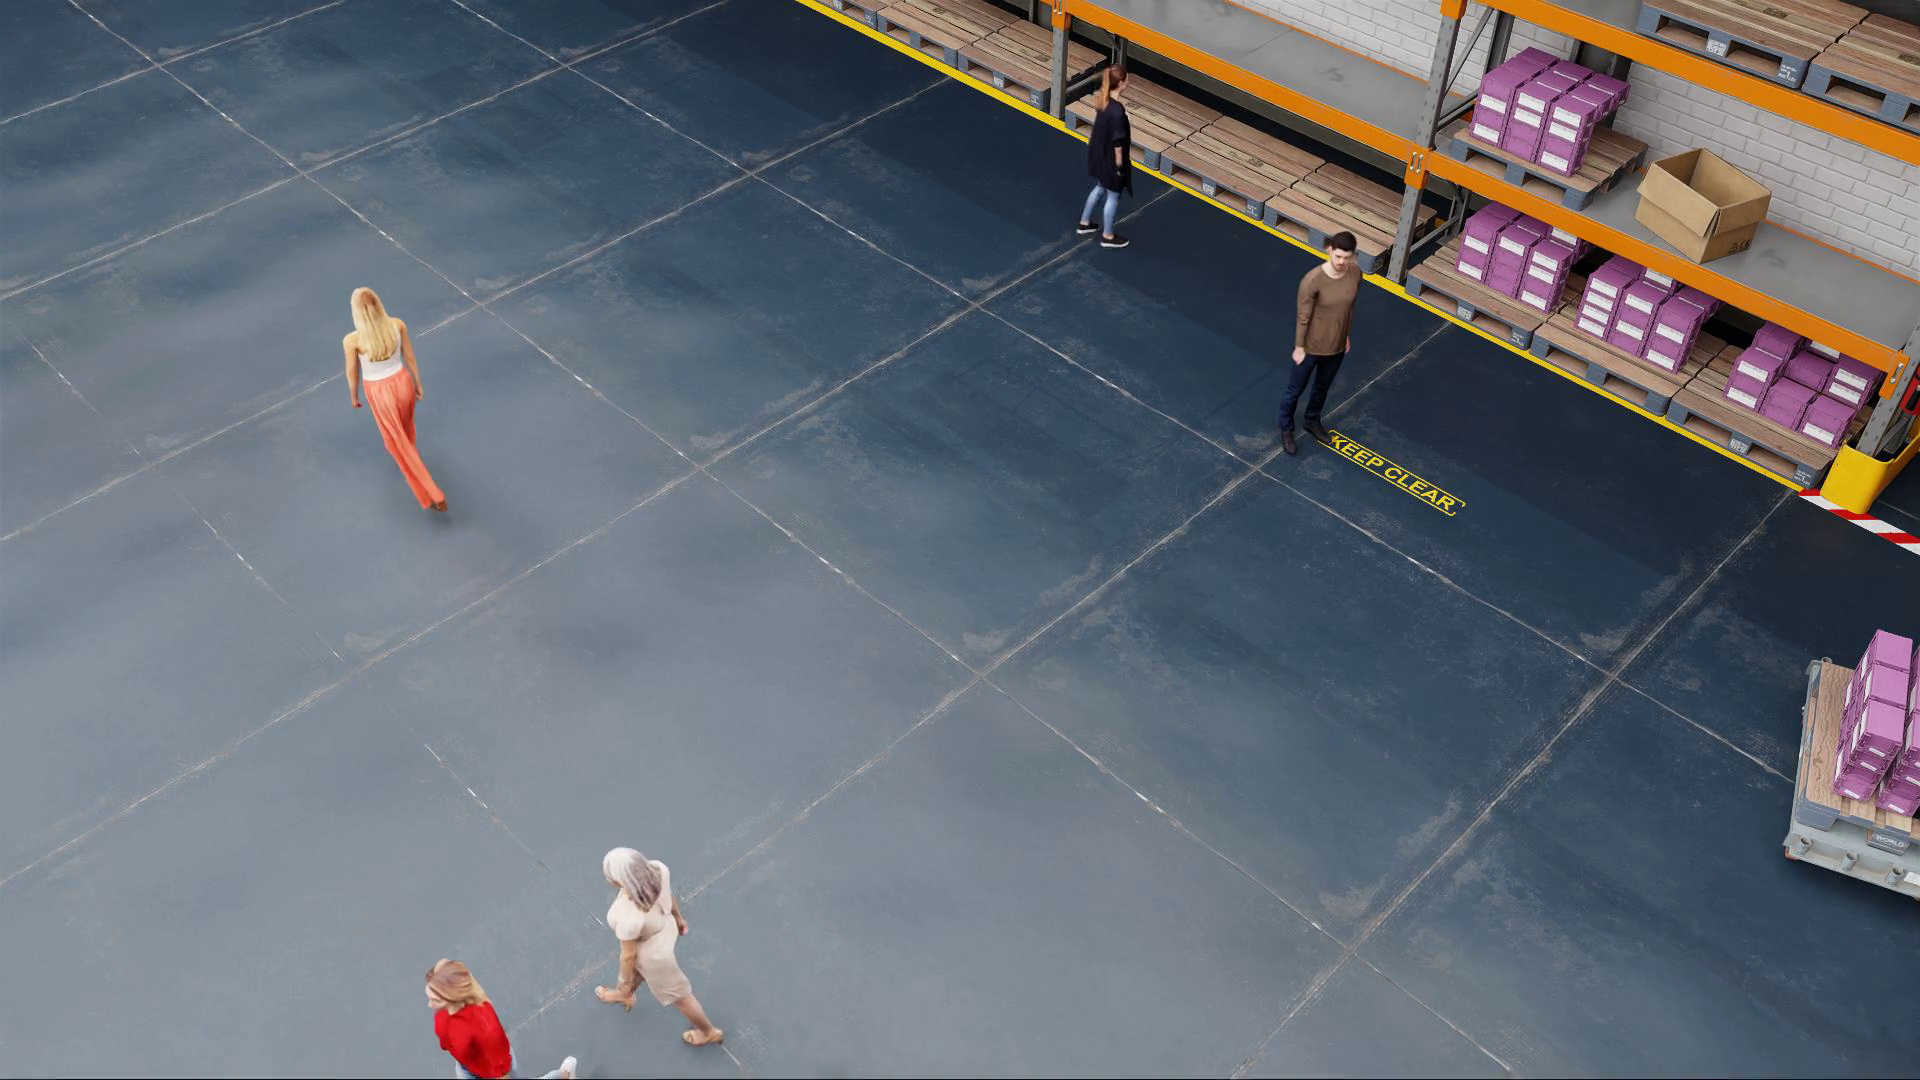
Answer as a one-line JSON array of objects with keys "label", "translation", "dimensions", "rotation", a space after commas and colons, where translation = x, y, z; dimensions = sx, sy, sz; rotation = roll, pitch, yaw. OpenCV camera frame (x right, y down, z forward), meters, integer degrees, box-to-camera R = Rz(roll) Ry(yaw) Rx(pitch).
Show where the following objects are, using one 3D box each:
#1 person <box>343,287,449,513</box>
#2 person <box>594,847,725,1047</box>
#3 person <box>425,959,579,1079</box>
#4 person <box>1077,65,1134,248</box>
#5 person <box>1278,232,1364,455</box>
[{"label": "person", "translation": [-4.013, -0.952, 11.845], "dimensions": [0.745, 1.754, 1.275], "rotation": [-29, 51, -27]}, {"label": "person", "translation": [-1.483, 2.162, 8.612], "dimensions": [1.108, 1.705, 0.942], "rotation": [10, 44, 10]}, {"label": "person", "translation": [-2.290, 2.537, 8.233], "dimensions": [0.928, 1.685, 0.744], "rotation": [29, 51, 27]}, {"label": "person", "translation": [1.261, -3.318, 14.385], "dimensions": [0.830, 1.676, 0.750], "rotation": [-3, 44, -4]}, {"label": "person", "translation": [2.676, -1.484, 12.308], "dimensions": [0.725, 1.886, 0.697], "rotation": [-16, 46, -16]}]
